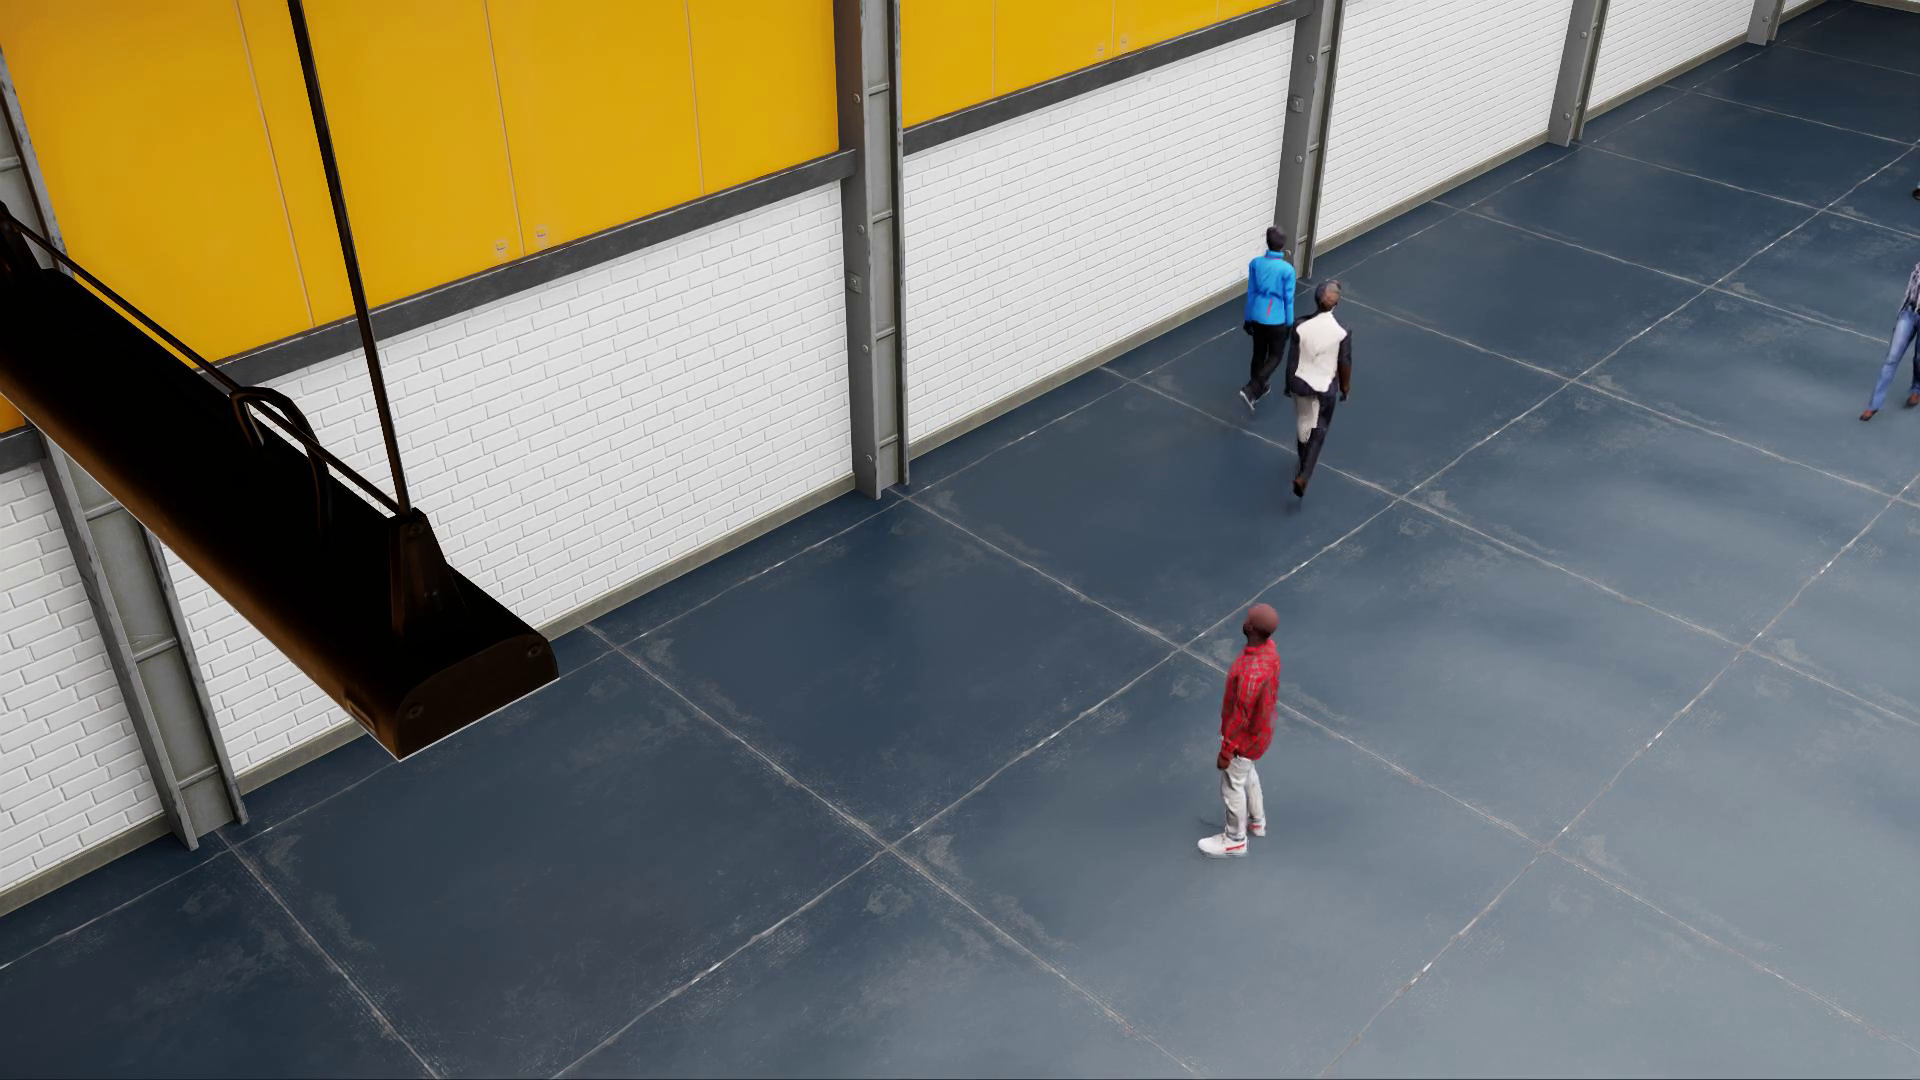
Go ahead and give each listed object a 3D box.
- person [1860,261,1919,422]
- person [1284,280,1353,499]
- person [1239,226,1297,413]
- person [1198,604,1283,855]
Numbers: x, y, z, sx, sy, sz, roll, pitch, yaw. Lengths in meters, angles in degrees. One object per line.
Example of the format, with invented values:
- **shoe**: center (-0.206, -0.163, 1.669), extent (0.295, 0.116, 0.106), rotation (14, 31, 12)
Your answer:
- **person**: center (8.726, -1.928, 15.033), extent (1.096, 1.757, 0.714), rotation (-25, 41, -33)
- **person**: center (2.947, -1.237, 13.898), extent (0.981, 1.862, 1.249), rotation (13, 36, 19)
- **person**: center (2.744, -1.963, 15.066), extent (0.668, 1.778, 0.932), rotation (24, 41, 32)
- **person**: center (1.767, 1.191, 10.293), extent (0.846, 1.810, 0.705), rotation (7, 34, 10)
